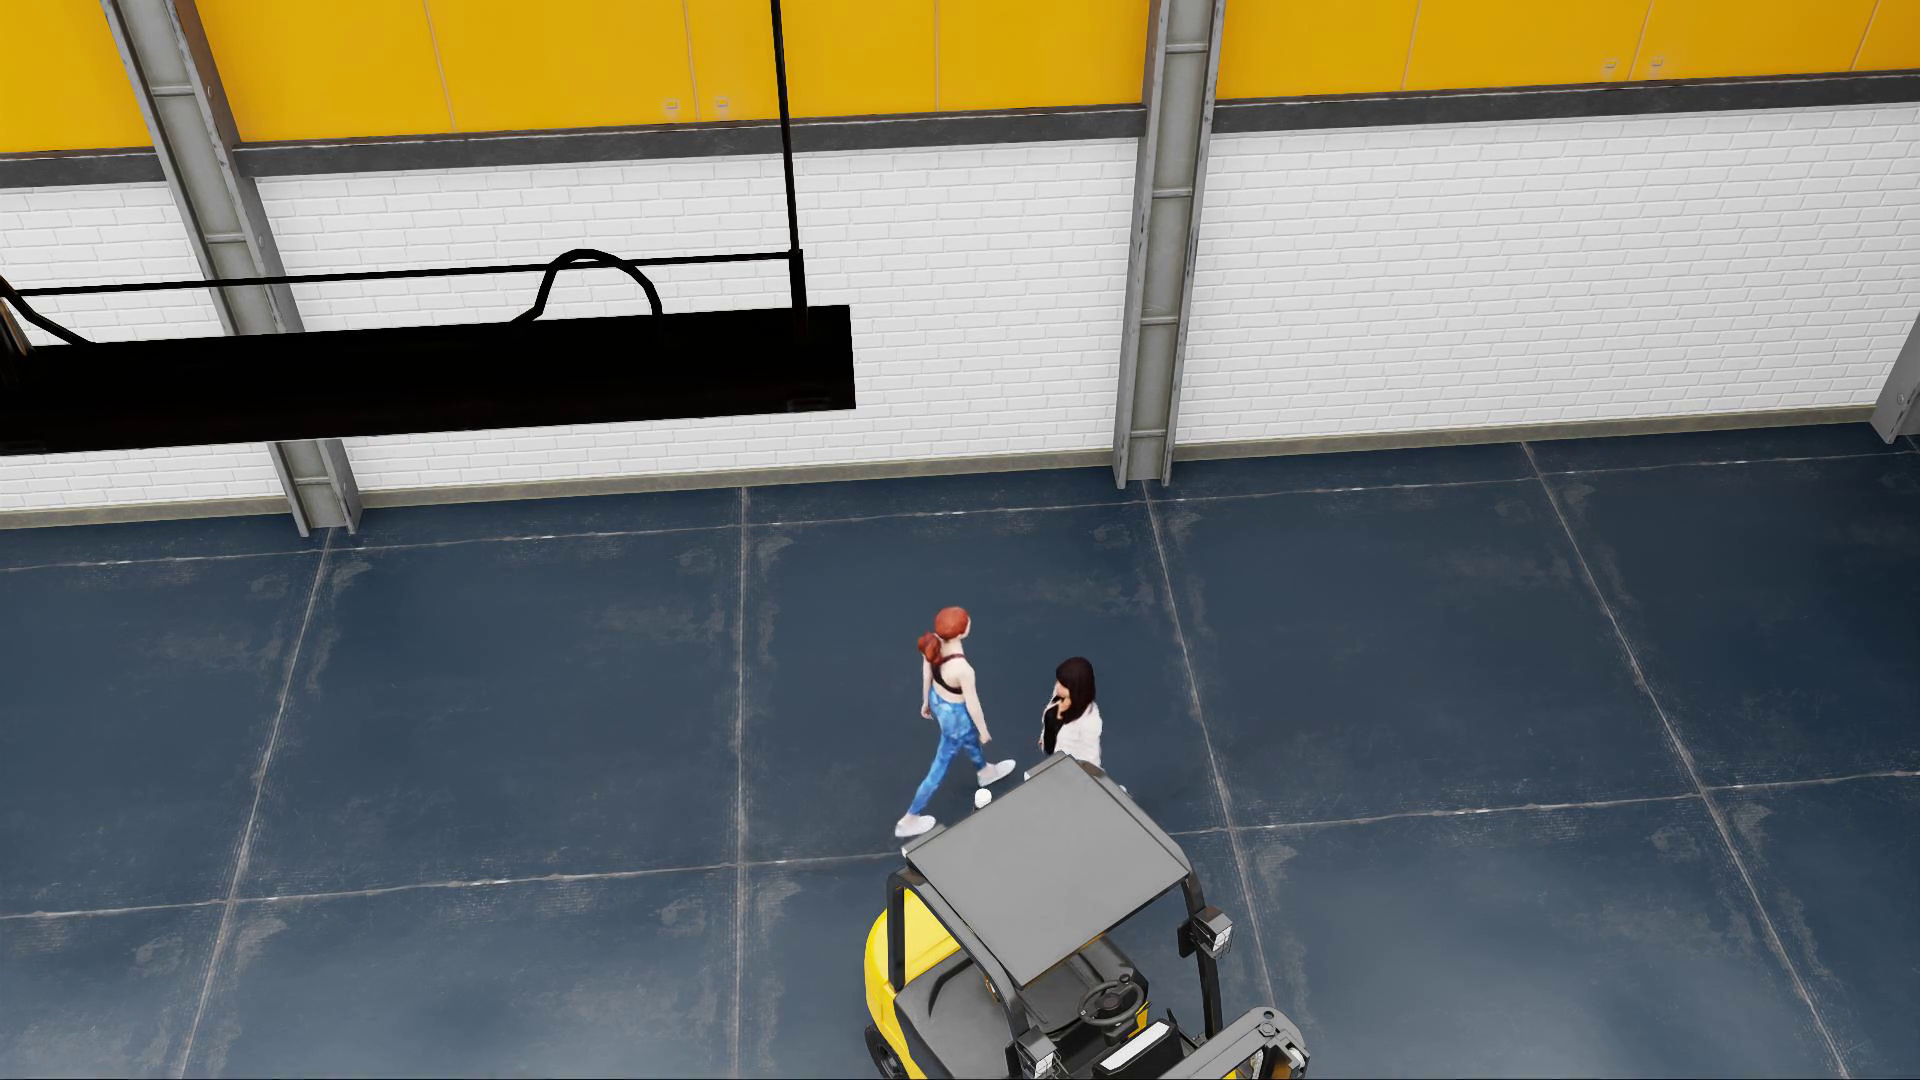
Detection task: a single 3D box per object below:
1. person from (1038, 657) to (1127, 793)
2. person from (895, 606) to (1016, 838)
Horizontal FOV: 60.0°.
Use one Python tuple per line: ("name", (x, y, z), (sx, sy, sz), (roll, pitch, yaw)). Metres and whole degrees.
("person", (0.709, 1.214, 9.617), (1.027, 1.619, 0.771), (-15, 46, -15))
("person", (-0.114, 1.092, 9.658), (1.212, 1.739, 0.971), (-26, 49, -25))
